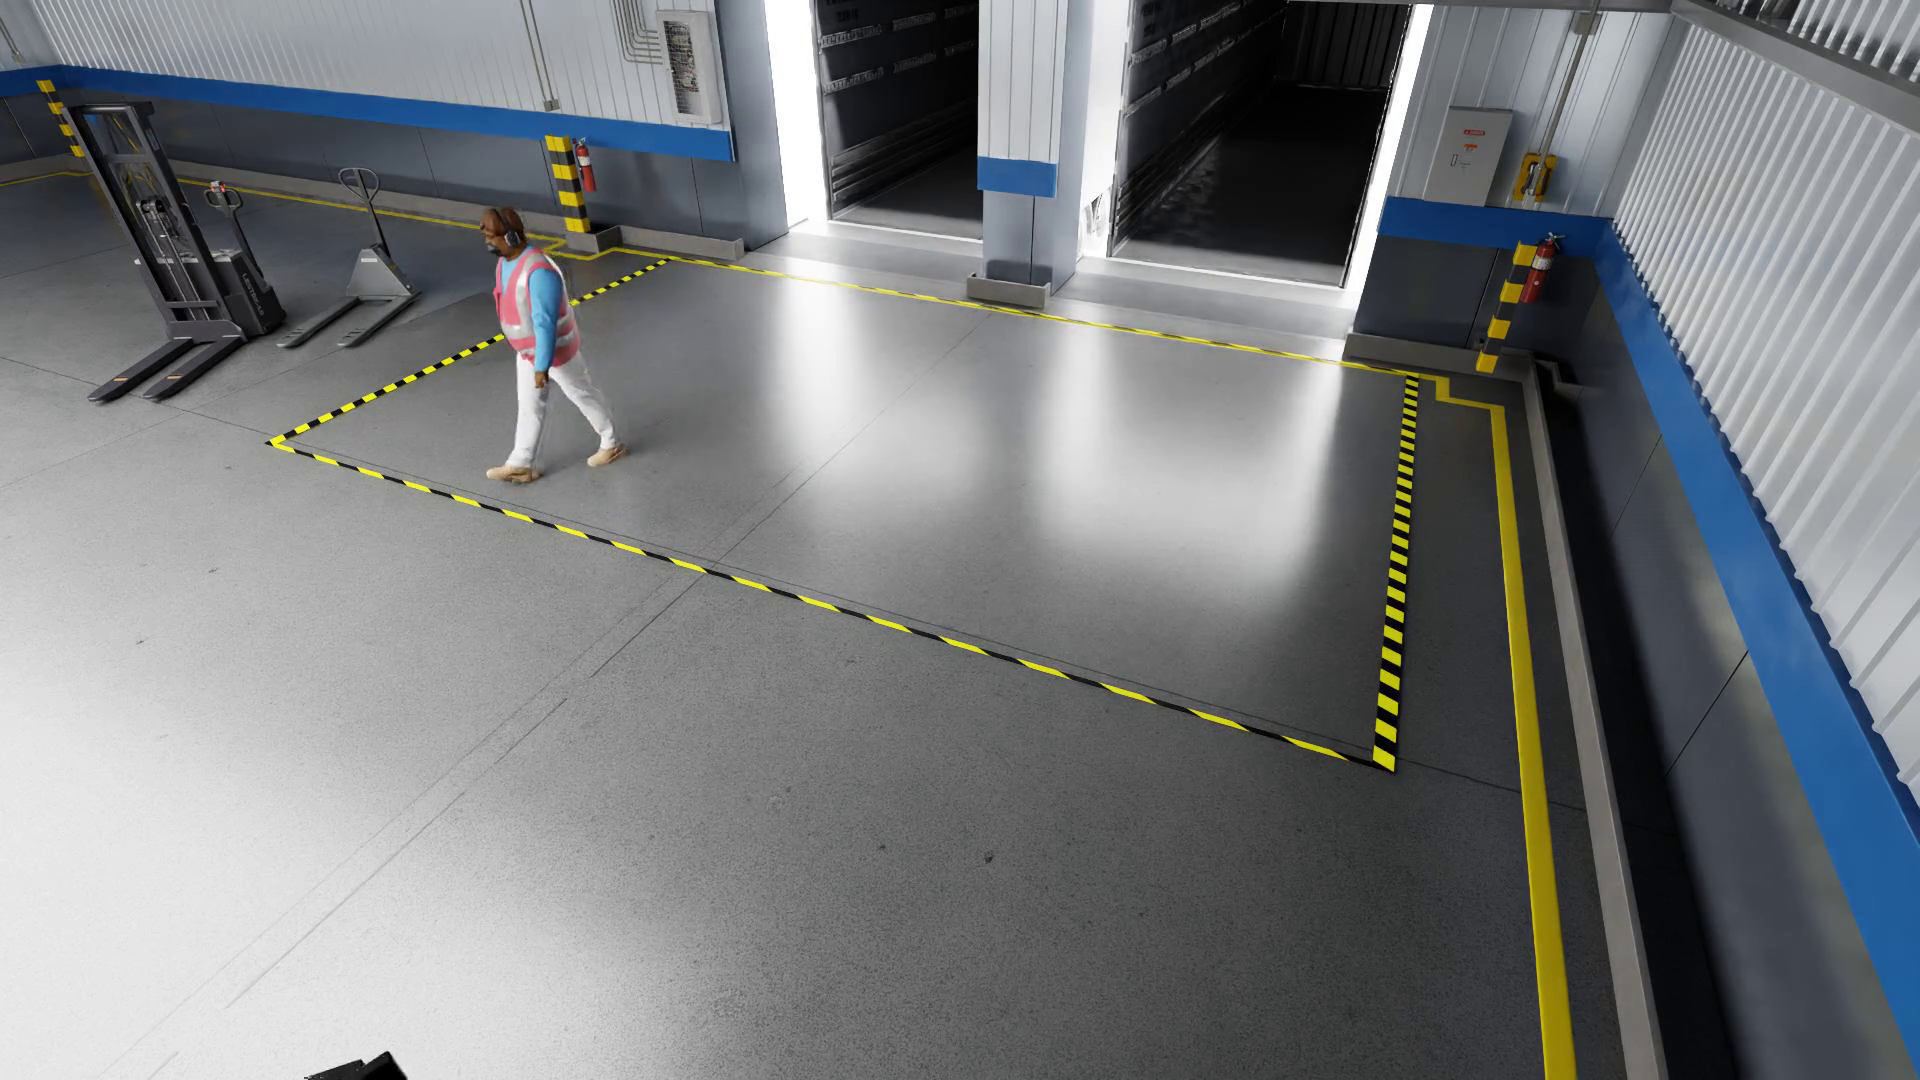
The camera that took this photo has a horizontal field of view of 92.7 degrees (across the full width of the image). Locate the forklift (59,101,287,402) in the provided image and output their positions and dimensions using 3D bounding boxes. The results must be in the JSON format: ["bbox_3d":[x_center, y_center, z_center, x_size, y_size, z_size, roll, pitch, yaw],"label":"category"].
[{"bbox_3d":[-6.686,-2.387,7.434,0.823,1.965,1.885,-3,35,-5],"label":"forklift"}]

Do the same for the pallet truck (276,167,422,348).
[{"bbox_3d":[-5.732,-2.611,8.414,0.680,1.201,1.601,-1,35,-1],"label":"pallet truck"}]

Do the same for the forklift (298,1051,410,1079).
[{"bbox_3d":[-1.305,2.036,0.798,2.680,2.036,1.157,-29,44,-35],"label":"forklift"}]

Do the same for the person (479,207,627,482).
[{"bbox_3d":[-2.760,-1.190,5.887,0.645,1.798,0.918,27,43,33],"label":"person"}]
